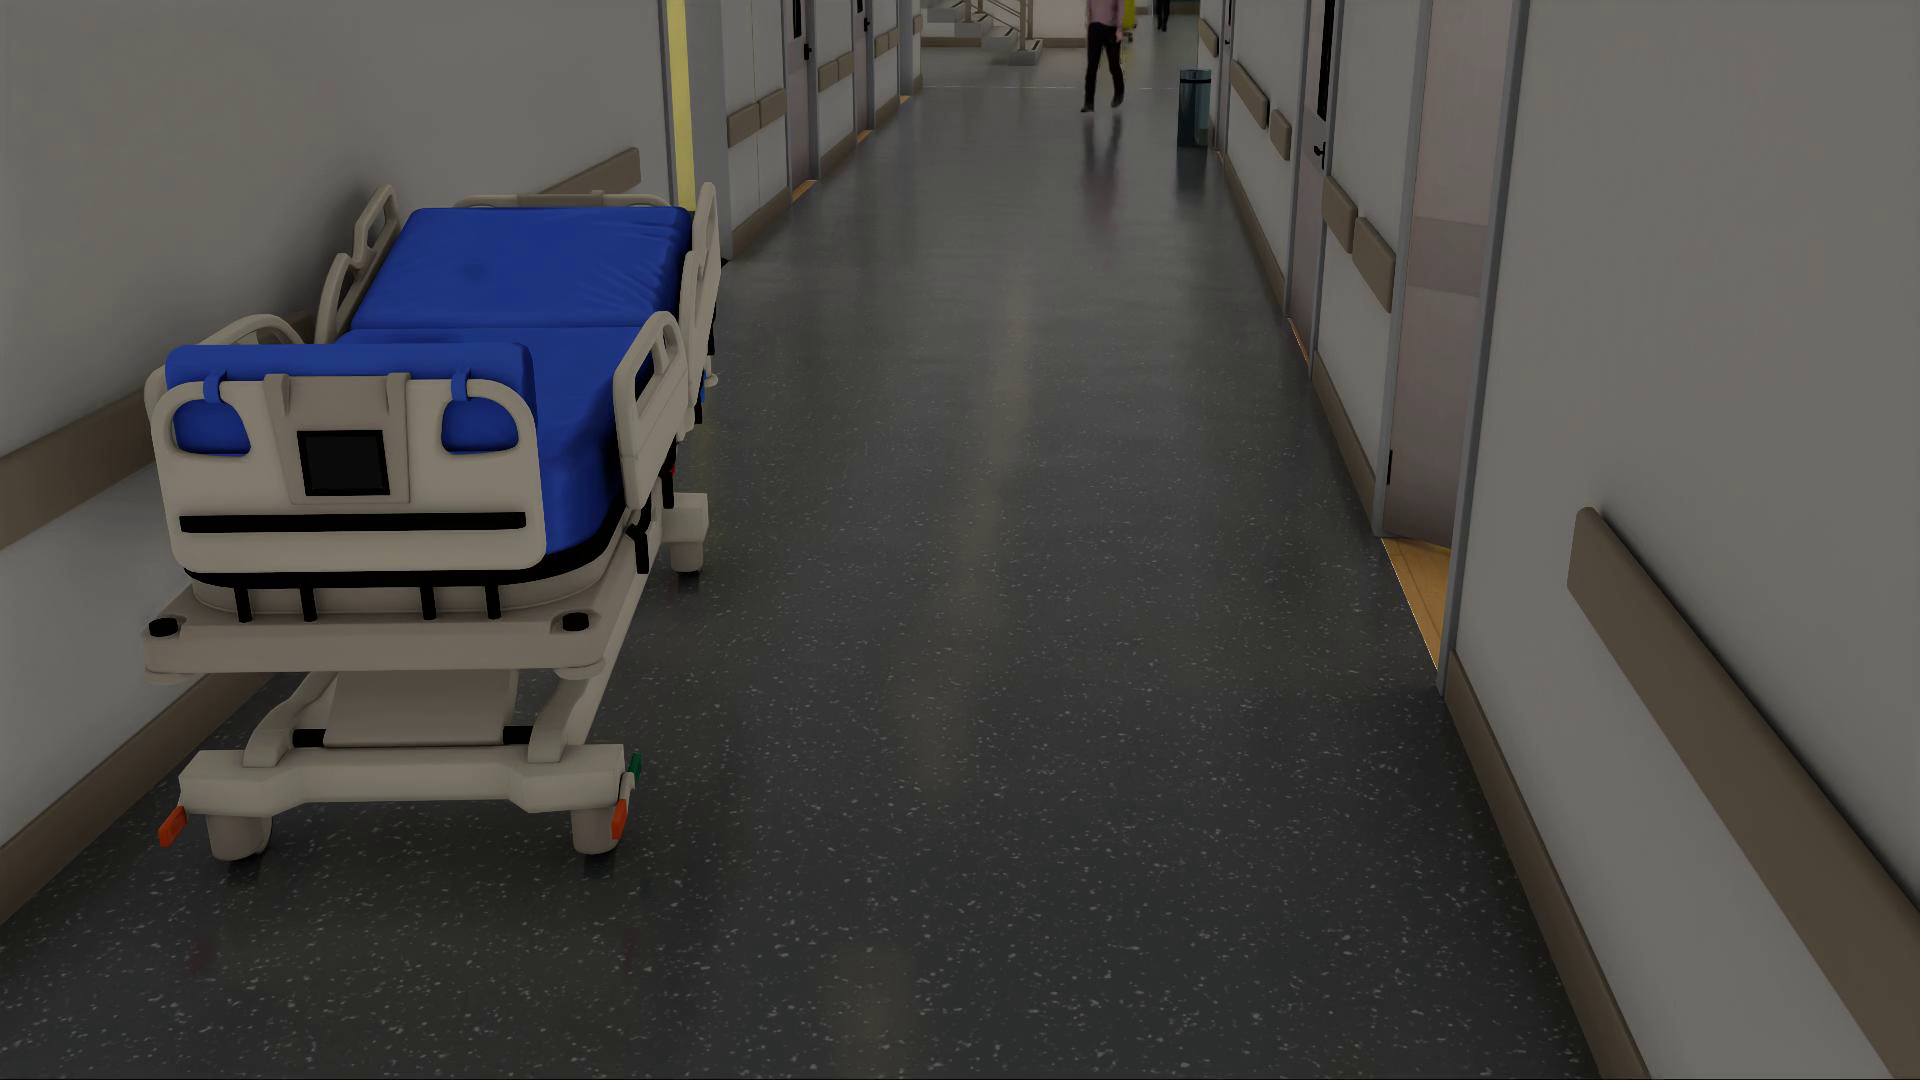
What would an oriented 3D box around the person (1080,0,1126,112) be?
[{"bbox_3d":[1.660,-5.685,18.576,1.234,1.765,1.016,10,23,25],"label":"person"}]
